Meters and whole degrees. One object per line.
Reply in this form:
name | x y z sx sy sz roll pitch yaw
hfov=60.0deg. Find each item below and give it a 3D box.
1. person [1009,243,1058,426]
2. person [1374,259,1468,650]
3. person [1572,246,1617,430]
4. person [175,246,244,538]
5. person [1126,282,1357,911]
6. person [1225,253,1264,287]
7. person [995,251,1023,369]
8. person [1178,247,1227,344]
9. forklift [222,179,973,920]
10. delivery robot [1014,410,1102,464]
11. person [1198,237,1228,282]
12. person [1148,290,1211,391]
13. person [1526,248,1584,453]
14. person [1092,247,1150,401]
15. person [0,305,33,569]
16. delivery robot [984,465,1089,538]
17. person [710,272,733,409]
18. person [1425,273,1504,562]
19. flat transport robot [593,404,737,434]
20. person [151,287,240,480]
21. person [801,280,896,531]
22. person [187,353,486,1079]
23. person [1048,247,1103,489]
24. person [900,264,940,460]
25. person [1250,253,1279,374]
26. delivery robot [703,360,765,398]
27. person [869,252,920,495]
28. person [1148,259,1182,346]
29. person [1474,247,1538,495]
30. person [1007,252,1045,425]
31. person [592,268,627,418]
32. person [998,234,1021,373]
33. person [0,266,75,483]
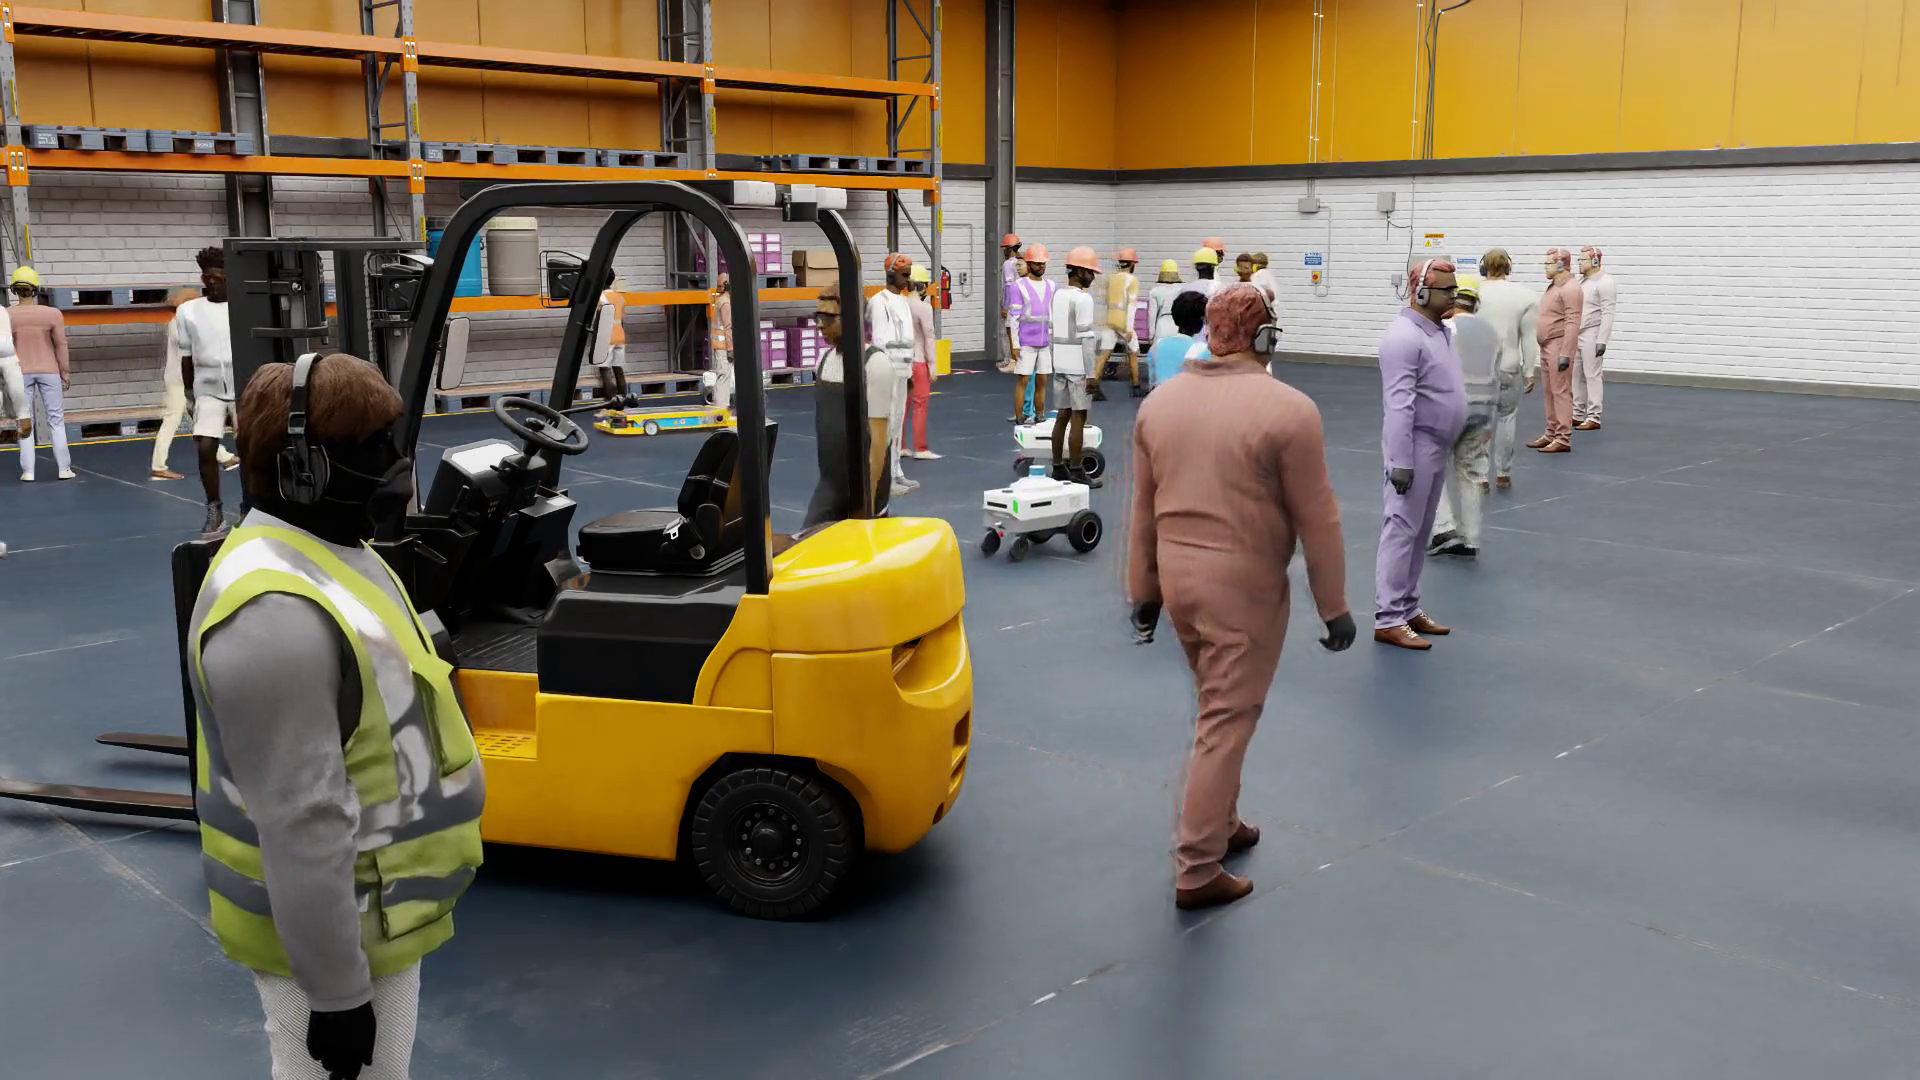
person | 0.756 -1.983 16.638 0.543 1.938 0.356 -6 12 -30
person | 2.295 -0.427 8.241 0.402 1.906 0.652 6 12 31
person | 6.533 -2.104 17.383 0.407 1.906 0.655 -2 11 -12
person | -4.901 -0.979 11.140 0.625 1.946 0.637 -3 11 -17
person | 0.894 0.163 5.114 0.776 1.880 0.668 -8 13 -38
person | 3.131 -2.232 18.278 0.545 1.838 0.727 5 11 24
person | 0.766 -3.396 24.723 0.432 1.802 0.748 -5 12 -26
person | 2.372 -1.892 16.207 0.706 1.908 0.633 -9 14 -40
forklift | -1.114 -0.058 5.440 2.313 2.155 1.214 2 11 13
delivery robot | 0.814 -0.841 13.904 0.707 0.478 0.477 -2 11 -5
person | 3.070 -2.693 20.349 0.375 1.997 0.610 3 11 15
person | 1.361 -0.697 10.312 0.335 1.683 0.538 -7 13 -35
person | 5.565 -1.771 15.573 0.401 1.904 0.649 1 10 3
person | 1.954 -2.652 20.466 0.555 1.883 1.048 10 15 44
person | -5.925 -0.812 10.048 0.635 2.009 0.813 0 10 0
delivery robot | 0.489 -0.231 10.605 0.707 0.478 0.477 -9 14 -41
person | -2.497 -2.029 17.737 0.318 1.630 0.512 -3 11 -14
person | 3.113 -0.765 10.432 0.621 1.782 0.556 -4 11 -21
flat transport robot | -3.003 -1.255 17.219 1.431 0.197 0.652 -6 12 -30
person | -6.370 -1.304 13.862 0.809 1.590 0.524 -5 12 -27
person | -0.551 -0.203 7.249 0.521 1.826 0.730 9 14 41
person | -0.986 0.619 2.714 0.429 1.843 0.633 -3 11 -16
person | 0.941 -1.373 13.339 0.376 1.925 0.552 -6 12 -28
person | -0.396 -1.605 15.046 0.329 1.766 0.532 -9 14 -41
person | 3.708 -2.636 20.560 0.441 1.806 0.675 4 11 21
delivery robot | -2.651 -1.871 19.544 0.707 0.478 0.477 0 10 1
person | -0.516 -1.308 13.098 0.355 1.887 0.573 3 11 18
person | 2.443 -2.413 19.516 0.492 1.742 0.300 -1 10 -3
person | 4.193 -1.338 13.143 0.657 1.926 0.656 3 11 16
person | 0.762 -2.164 17.879 0.372 1.843 0.570 -5 11 -25
person | -3.903 -2.195 18.456 0.318 1.696 0.540 5 11 25
person | 0.754 -3.484 24.535 0.390 2.040 0.614 5 12 26
person | -7.607 -1.354 13.677 0.522 1.769 0.311 -5 12 -26
